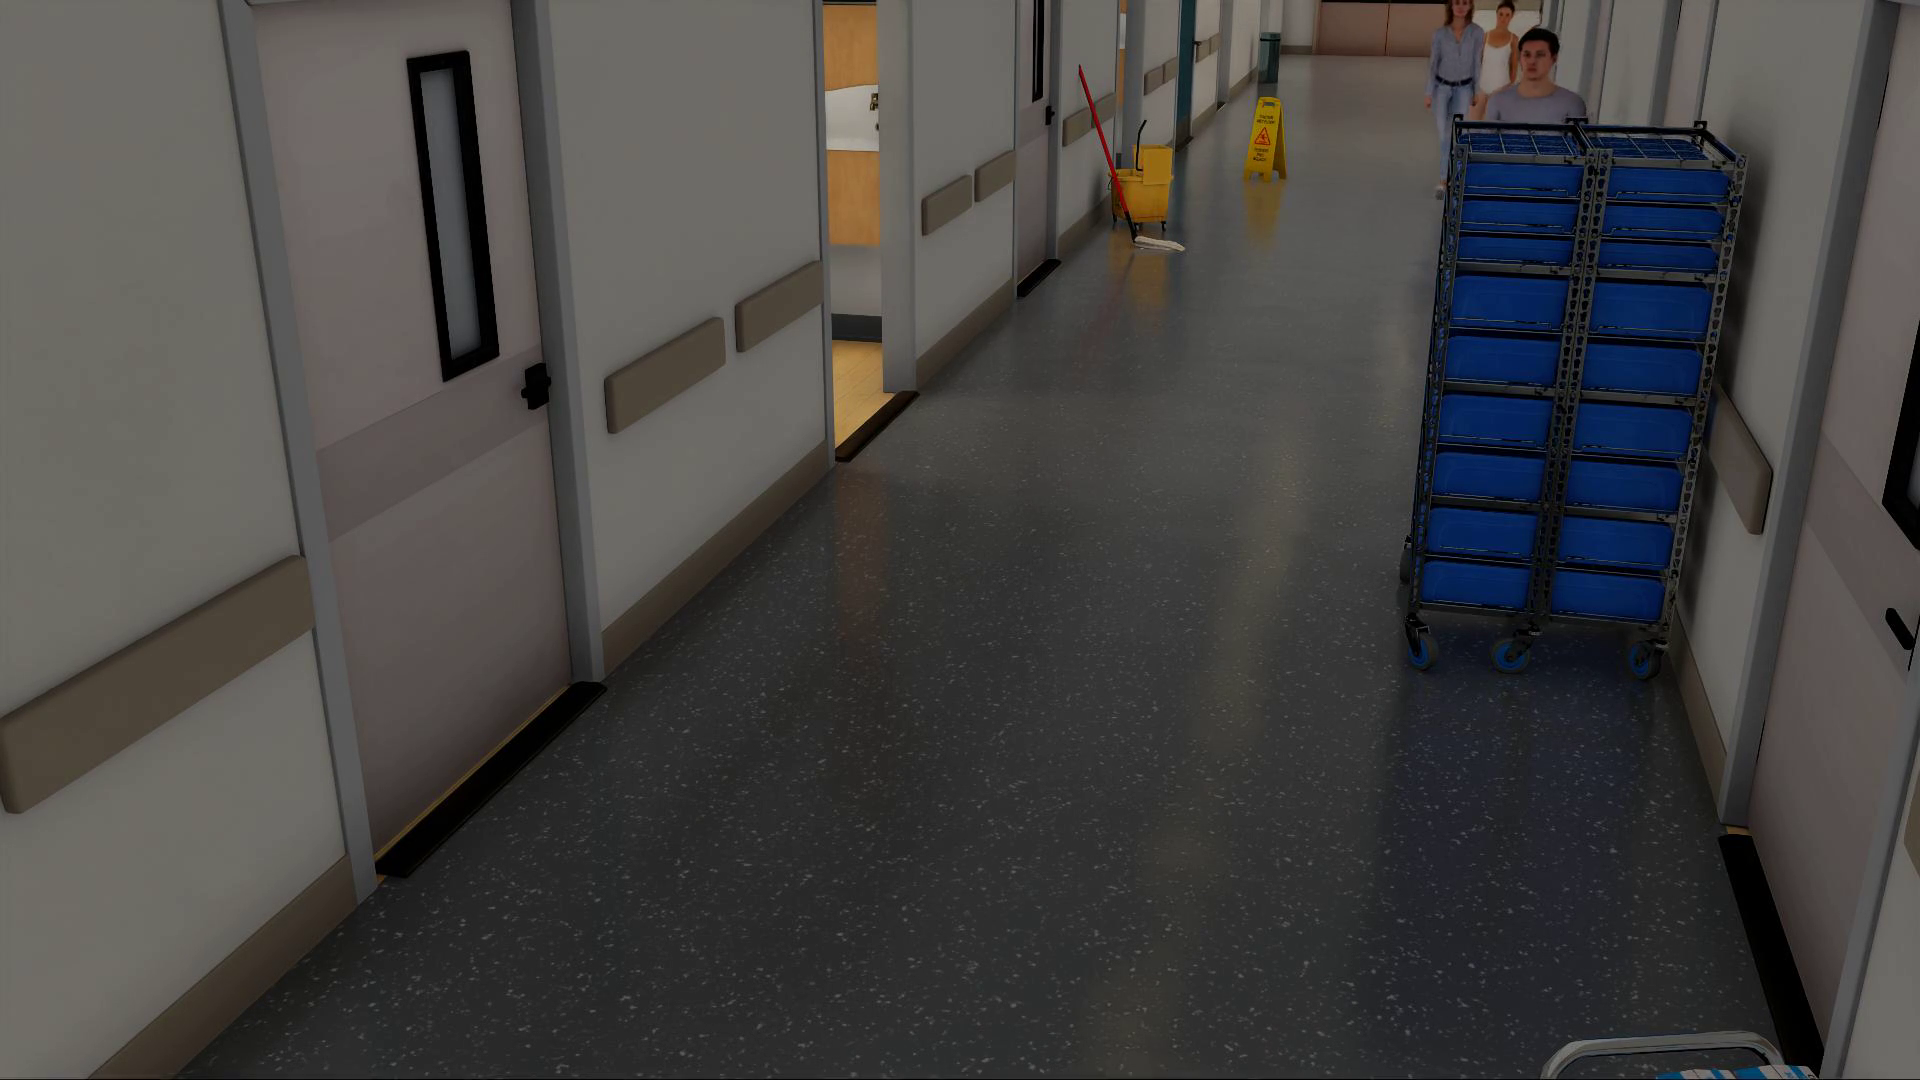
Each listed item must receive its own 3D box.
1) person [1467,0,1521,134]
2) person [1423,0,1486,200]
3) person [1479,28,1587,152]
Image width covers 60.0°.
[{"bbox_3d":[5.023,-4.221,15.661,0.632,1.629,0.690,10,23,25],"label":"person"},{"bbox_3d":[4.313,-3.875,14.585,0.690,1.743,1.201,8,22,20],"label":"person"},{"bbox_3d":[2.958,-1.699,8.722,0.947,1.827,1.291,13,24,30],"label":"person"}]
